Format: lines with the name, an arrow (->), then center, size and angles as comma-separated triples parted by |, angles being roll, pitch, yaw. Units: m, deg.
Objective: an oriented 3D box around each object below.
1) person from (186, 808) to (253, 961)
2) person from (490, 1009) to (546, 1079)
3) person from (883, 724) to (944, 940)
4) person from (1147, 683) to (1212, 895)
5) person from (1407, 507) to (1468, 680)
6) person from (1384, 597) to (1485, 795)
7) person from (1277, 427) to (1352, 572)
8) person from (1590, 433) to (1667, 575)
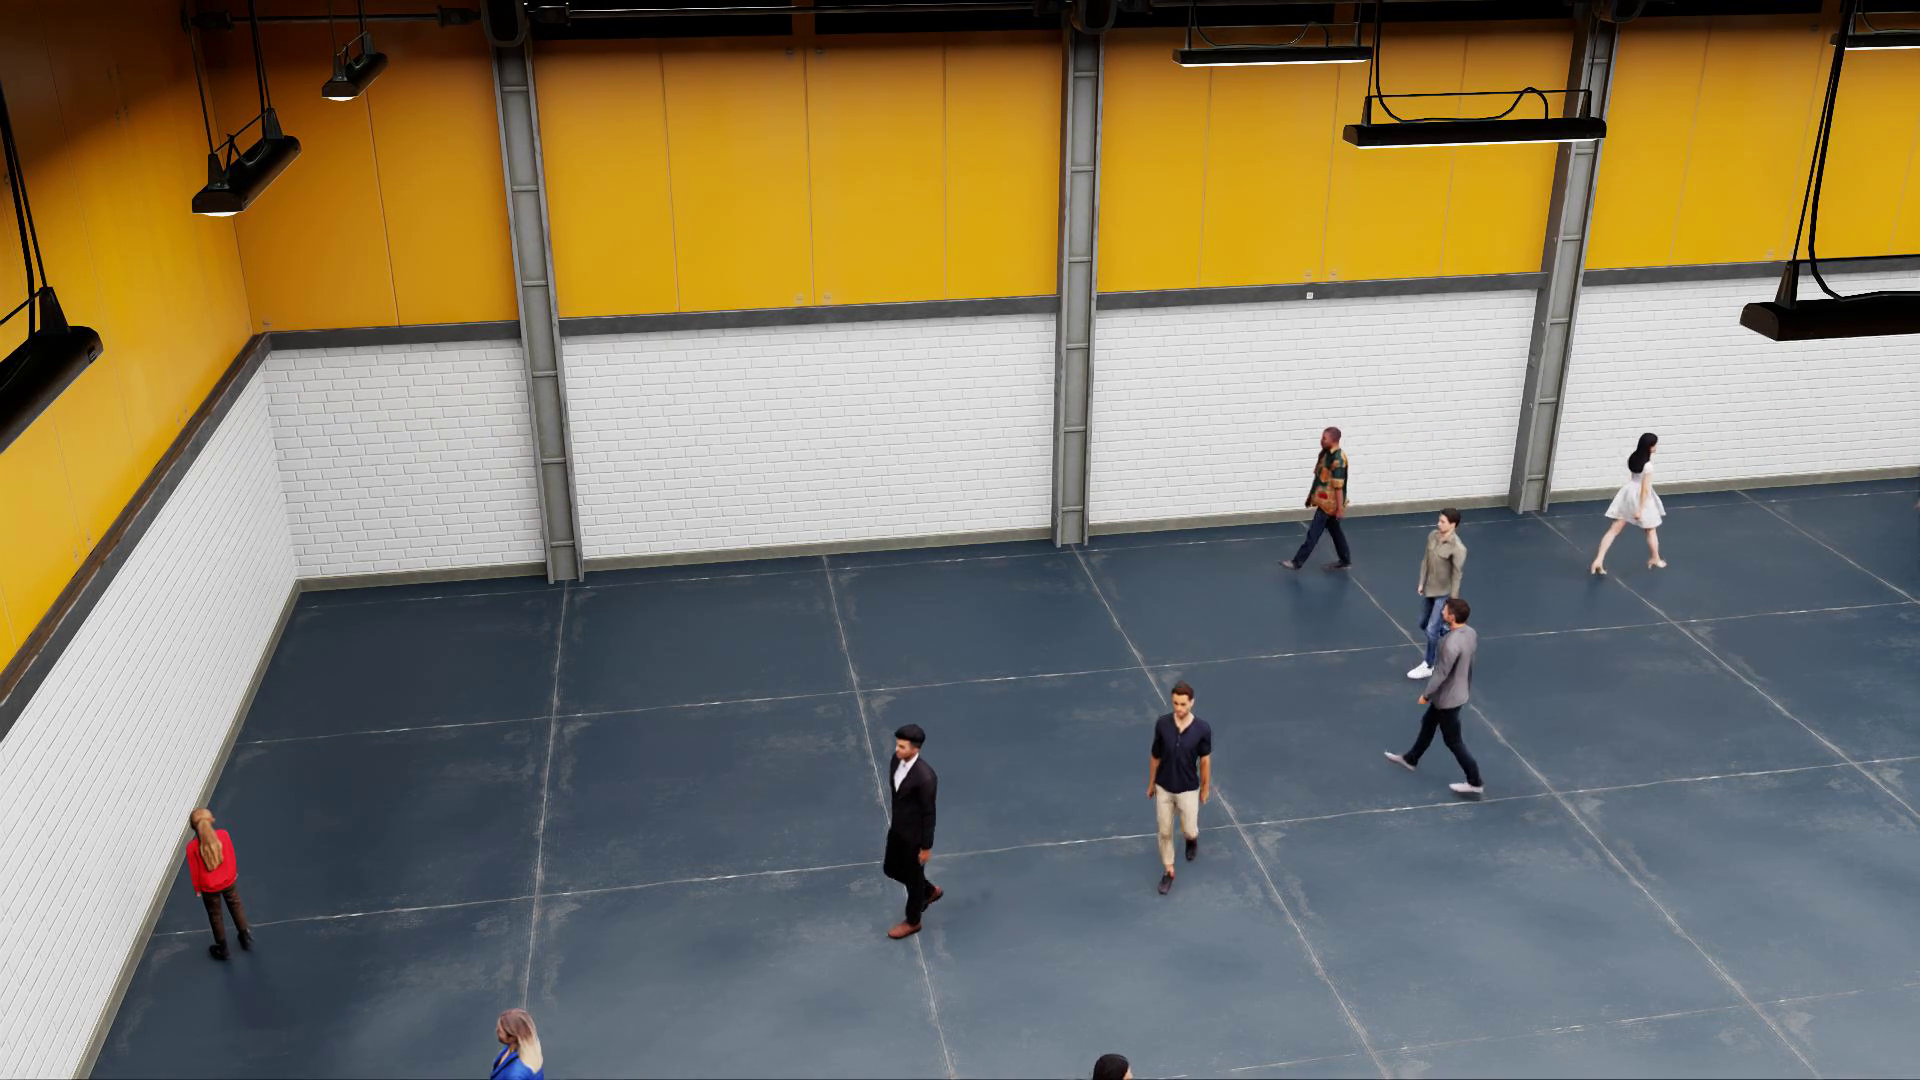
person -> -5.692, 2.612, 12.731 | 0.636, 1.281, 0.558 | 21, 31, 40
person -> -2.523, 3.551, 10.103 | 1.056, 1.664, 0.664 | -3, 24, -7
person -> -0.302, 2.217, 12.891 | 0.905, 1.876, 0.859 | -14, 27, -28
person -> 1.783, 1.966, 13.509 | 0.931, 1.841, 0.932 | 8, 25, 17
person -> 4.934, 0.518, 16.815 | 1.001, 1.847, 0.781 | -8, 25, -18
person -> 4.415, 1.428, 14.759 | 1.273, 1.827, 1.162 | 13, 27, 28
person -> 4.329, -0.430, 19.093 | 1.163, 1.760, 0.773 | -2, 24, -4
person -> 7.618, -0.361, 18.990 | 1.204, 1.716, 0.683 | -6, 24, -14
